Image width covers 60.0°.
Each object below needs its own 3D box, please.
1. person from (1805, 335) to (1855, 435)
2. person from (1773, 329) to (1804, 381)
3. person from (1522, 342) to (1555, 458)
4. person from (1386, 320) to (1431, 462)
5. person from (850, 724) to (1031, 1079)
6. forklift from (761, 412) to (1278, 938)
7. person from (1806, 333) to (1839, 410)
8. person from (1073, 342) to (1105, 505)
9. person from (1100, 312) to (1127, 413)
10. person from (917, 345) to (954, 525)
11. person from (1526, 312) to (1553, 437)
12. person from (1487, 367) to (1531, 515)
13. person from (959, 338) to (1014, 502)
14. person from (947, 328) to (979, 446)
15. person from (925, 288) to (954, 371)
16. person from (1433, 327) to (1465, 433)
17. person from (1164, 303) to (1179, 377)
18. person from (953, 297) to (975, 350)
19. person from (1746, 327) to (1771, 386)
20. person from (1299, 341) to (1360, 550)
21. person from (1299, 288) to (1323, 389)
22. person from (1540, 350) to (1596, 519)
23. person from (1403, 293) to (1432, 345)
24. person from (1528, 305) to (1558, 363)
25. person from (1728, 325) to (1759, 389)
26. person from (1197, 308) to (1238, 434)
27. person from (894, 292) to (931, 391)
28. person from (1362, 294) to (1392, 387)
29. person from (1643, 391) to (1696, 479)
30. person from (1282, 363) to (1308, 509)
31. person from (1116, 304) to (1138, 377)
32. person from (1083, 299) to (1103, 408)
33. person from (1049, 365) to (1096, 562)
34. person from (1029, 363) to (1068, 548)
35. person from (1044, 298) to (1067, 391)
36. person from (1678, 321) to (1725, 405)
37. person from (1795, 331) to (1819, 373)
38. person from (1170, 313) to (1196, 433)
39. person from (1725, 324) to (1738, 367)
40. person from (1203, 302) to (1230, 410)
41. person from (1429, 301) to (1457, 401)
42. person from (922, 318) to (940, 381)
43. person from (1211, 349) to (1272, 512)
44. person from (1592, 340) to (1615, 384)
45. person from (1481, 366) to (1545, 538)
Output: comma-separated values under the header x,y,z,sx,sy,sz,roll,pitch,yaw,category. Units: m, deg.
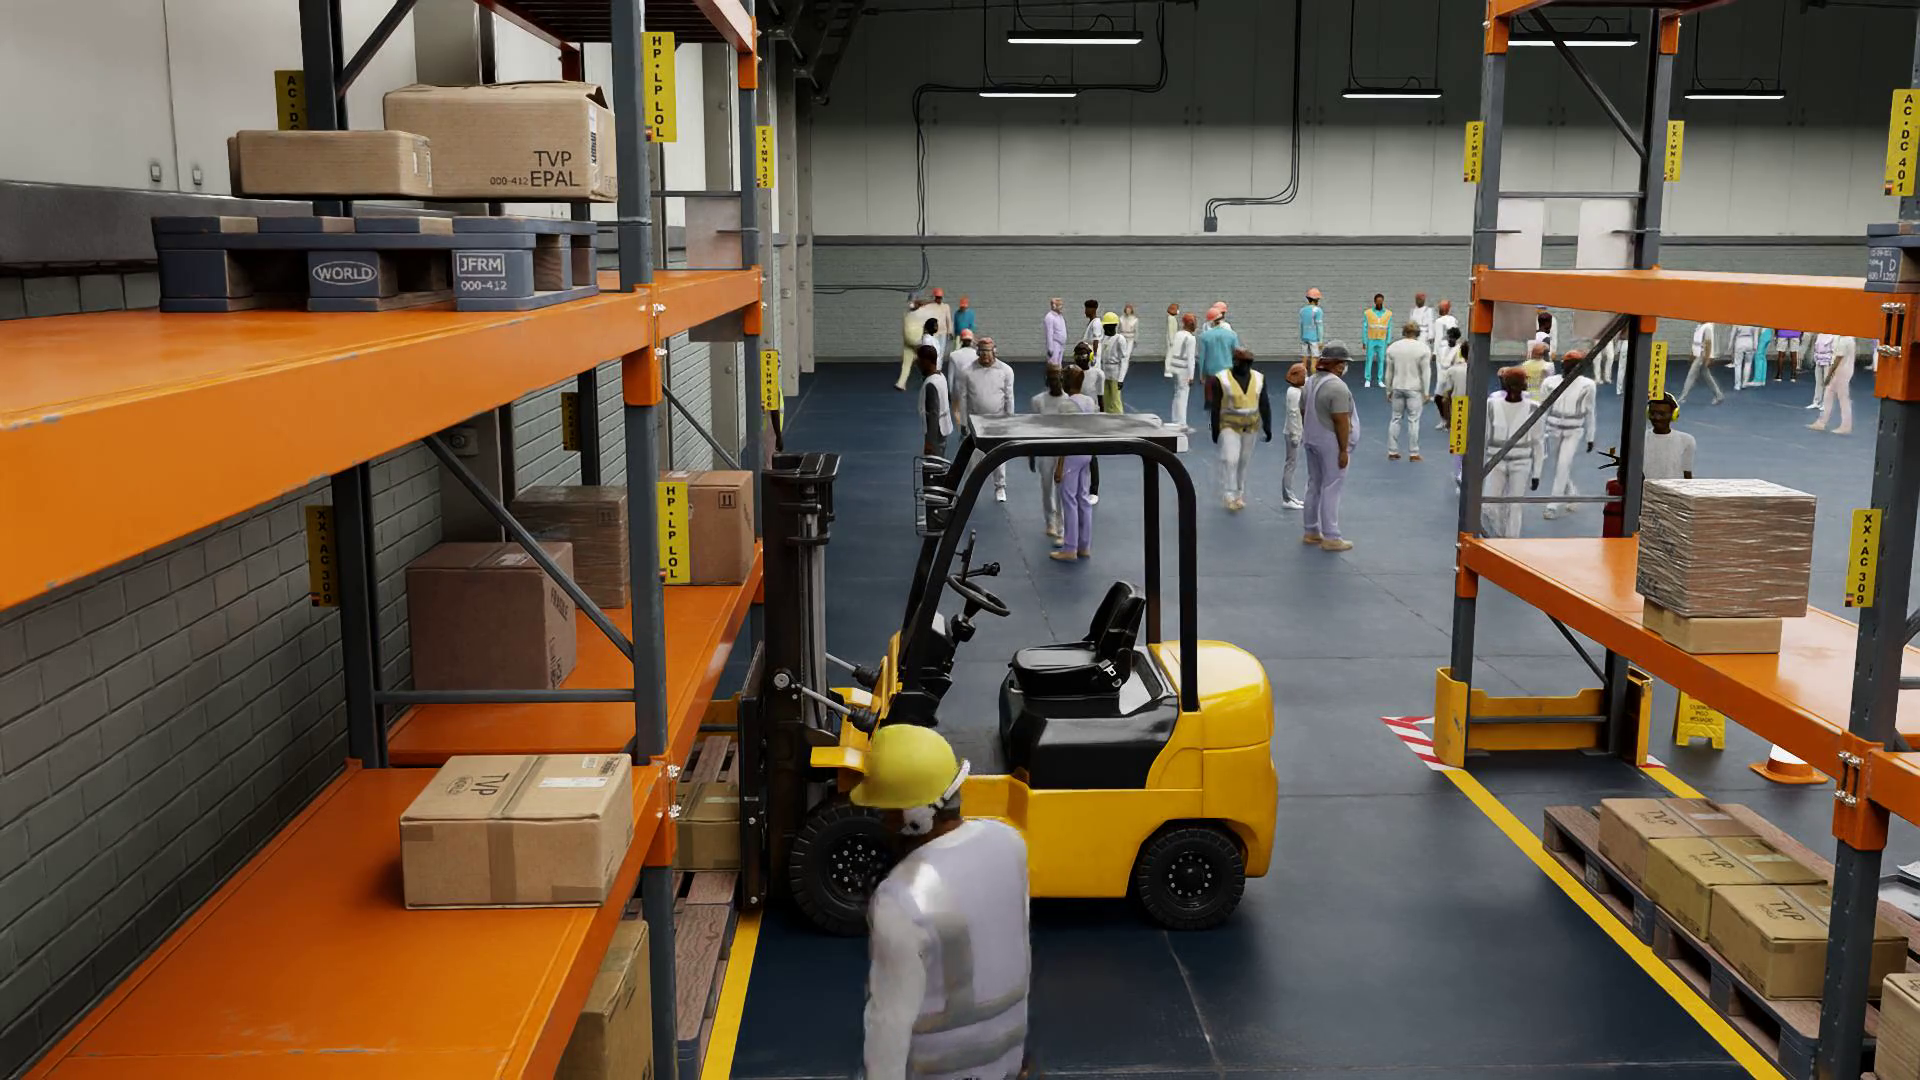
x,y,z,sx,sy,sz,roll,pitch,yaw,category
13.561,-2.550,25.866,0.760,1.819,0.515,6,12,31,person
17.798,-4.389,35.717,0.617,1.964,0.361,3,11,14,person
7.901,-1.912,22.882,0.608,1.623,0.520,-7,12,-35,person
6.100,-2.024,22.657,0.647,1.930,0.382,9,13,40,person
-0.033,1.342,4.298,0.420,1.795,0.685,7,12,33,person
0.291,0.548,7.580,2.313,2.155,1.214,0,10,-2,forklift
15.394,-3.131,29.608,0.310,1.644,0.514,-2,10,-12,person
1.407,-1.330,18.980,0.507,1.863,0.327,5,11,27,person
2.285,-2.480,25.190,0.372,1.925,0.595,-5,12,-28,person
-0.271,-1.098,17.537,0.393,1.913,0.587,1,10,5,person
8.896,-2.542,25.594,0.397,1.911,0.588,0,10,-2,person
5.994,-1.080,18.225,0.514,1.634,0.312,-2,10,-9,person
0.304,-1.377,19.150,0.640,1.899,0.397,1,10,4,person
0.080,-2.200,24.148,0.583,1.735,0.374,-3,11,-18,person
-0.433,-4.555,36.621,0.625,1.974,0.650,-6,12,-29,person
7.664,-2.496,25.982,0.373,1.671,0.545,-6,12,-31,person
4.705,-4.435,36.929,0.279,1.627,0.498,2,10,11,person
0.071,-4.730,38.326,0.568,1.711,0.797,4,11,22,person
16.623,-4.108,34.531,0.359,1.835,0.512,9,14,43,person
3.646,-0.938,16.284,0.535,2.000,0.687,-3,11,-19,person
7.128,-4.060,33.673,0.372,2.044,0.607,-7,12,-33,person
6.627,-1.173,18.180,0.594,1.844,0.921,7,12,34,person
9.988,-4.467,36.473,0.868,1.849,0.592,-6,12,-30,person
10.905,-3.567,31.200,0.417,1.942,0.620,-6,12,-30,person
15.935,-3.933,33.857,0.510,1.720,0.650,3,11,18,person
4.039,-2.624,25.886,0.718,1.962,0.622,-1,10,-3,person
-0.909,-4.041,33.574,0.680,2.000,1.052,5,12,28,person
8.585,-4.105,34.262,0.591,1.922,0.392,0,10,1,person
5.312,-0.206,12.702,0.532,1.864,0.312,5,12,28,person
3.779,-1.172,18.724,0.285,1.633,0.497,3,11,16,person
3.706,-4.447,37.043,0.533,1.609,0.640,2,10,12,person
2.399,-3.360,30.022,0.367,1.959,0.600,-1,10,-5,person
1.060,-0.720,15.615,0.335,1.845,0.513,8,13,37,person
0.947,-0.873,16.601,0.508,1.808,0.928,1,10,4,person
1.869,-3.736,32.246,0.406,1.906,0.654,4,11,22,person
13.581,-3.352,30.419,0.972,1.800,0.585,2,10,12,person
19.450,-4.693,37.893,0.832,1.798,0.615,4,11,20,person
3.483,-2.604,26.044,0.384,1.880,0.671,-5,11,-24,person
18.501,-4.986,39.665,0.295,1.744,0.485,2,10,14,person
4.577,-3.263,29.569,0.539,1.929,0.391,8,13,39,person
9.090,-3.548,31.268,0.573,1.883,0.356,-8,13,-37,person
-0.511,-2.989,28.694,0.321,1.689,0.530,2,10,12,person
3.152,-1.209,18.470,0.622,1.799,0.842,-2,10,-13,person
13.515,-4.167,34.865,0.549,1.821,0.635,0,10,-1,person
4.980,-0.644,15.113,0.614,1.870,0.421,5,11,27,person
